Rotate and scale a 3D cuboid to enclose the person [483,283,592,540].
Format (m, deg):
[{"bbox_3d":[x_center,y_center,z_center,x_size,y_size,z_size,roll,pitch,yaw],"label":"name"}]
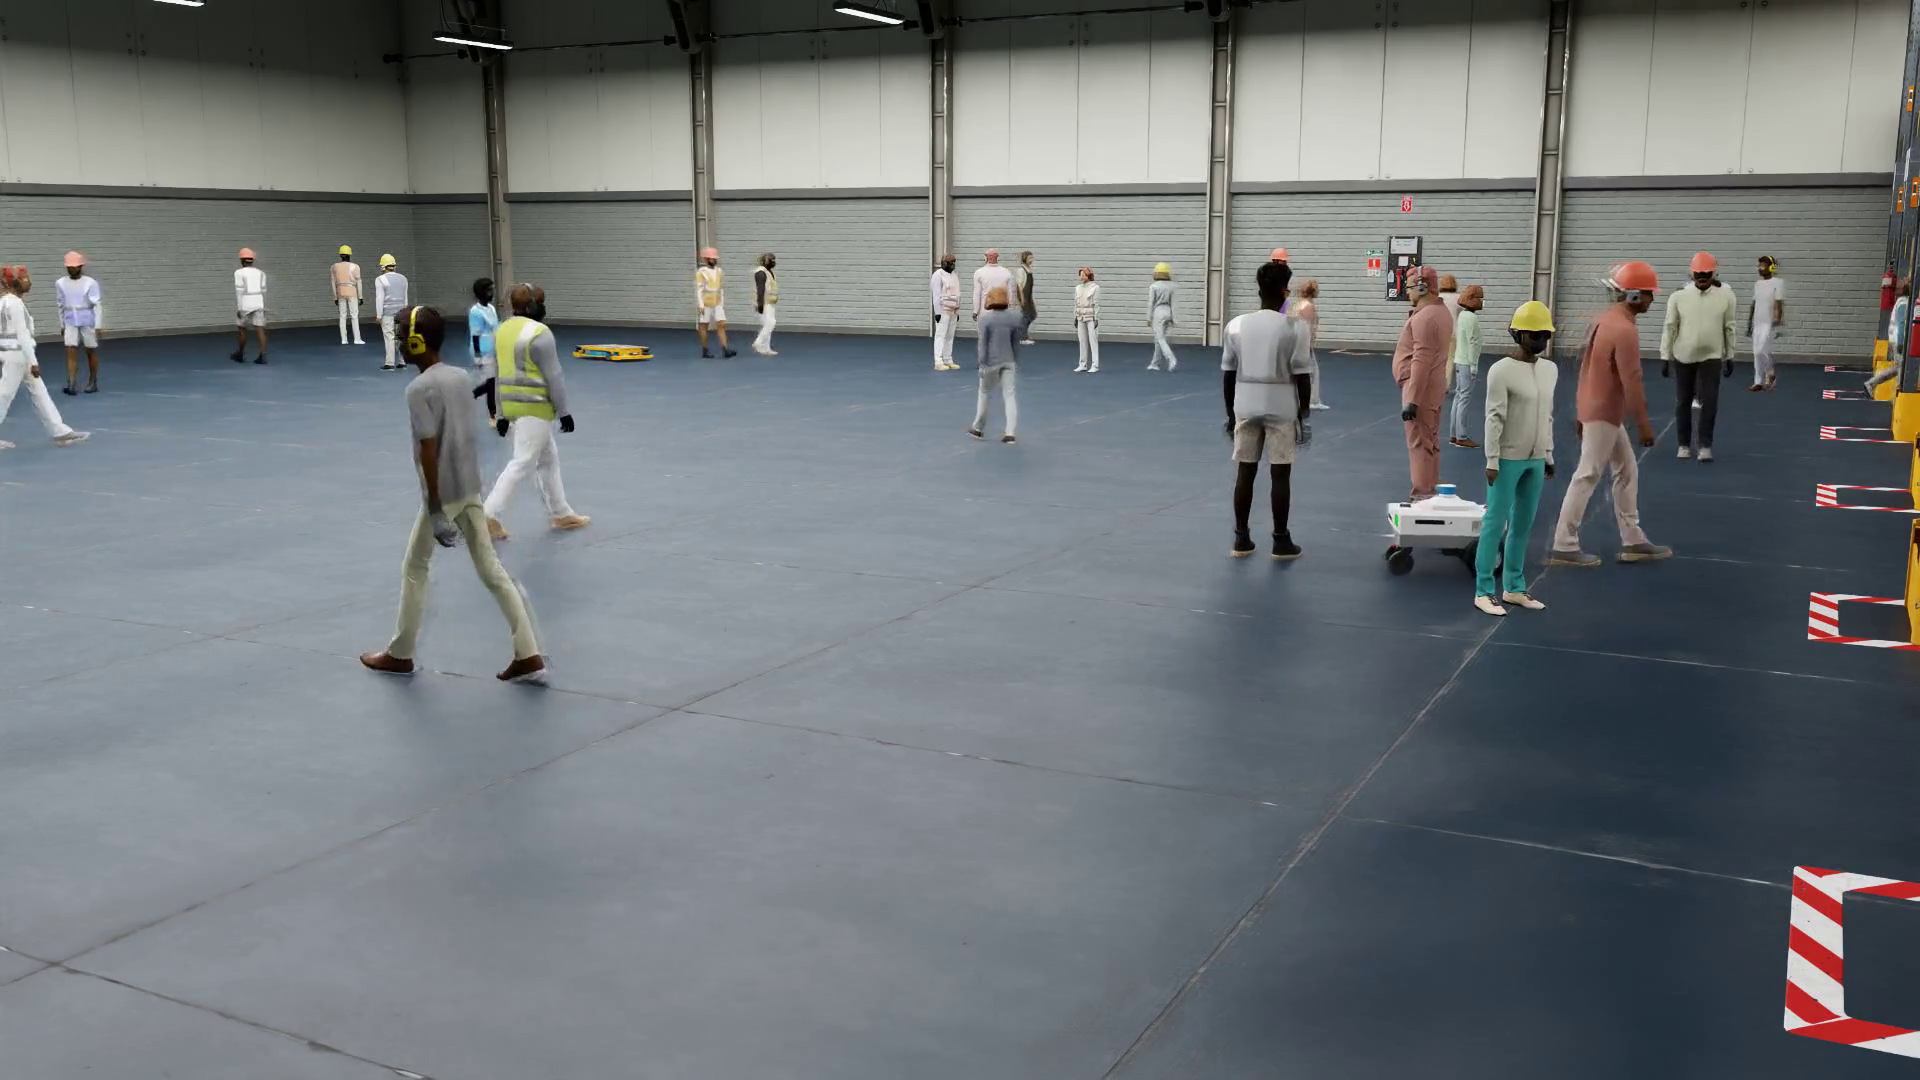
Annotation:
[{"bbox_3d":[-3.086,-0.913,11.785,0.944,1.808,0.618,-9,13,-39],"label":"person"}]

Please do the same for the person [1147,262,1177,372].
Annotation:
[{"bbox_3d":[3.197,-3.507,26.173,0.496,1.719,0.791,-6,12,-31],"label":"person"}]

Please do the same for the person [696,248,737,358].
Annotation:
[{"bbox_3d":[-4.214,-4.065,28.668,0.570,1.900,0.909,-9,14,-40],"label":"person"}]

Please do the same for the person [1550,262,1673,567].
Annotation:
[{"bbox_3d":[4.251,-0.780,10.604,0.893,1.951,0.604,2,11,12],"label":"person"}]

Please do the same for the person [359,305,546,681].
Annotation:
[{"bbox_3d":[-2.433,-0.207,7.913,1.018,1.812,0.517,4,11,22],"label":"person"}]

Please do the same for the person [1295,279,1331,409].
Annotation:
[{"bbox_3d":[4.129,-2.379,20.295,0.775,1.607,0.513,1,10,5],"label":"person"}]

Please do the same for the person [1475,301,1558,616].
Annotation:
[{"bbox_3d":[3.167,-0.456,9.369,0.531,1.767,0.328,-6,12,-30],"label":"person"}]

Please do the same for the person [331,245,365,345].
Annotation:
[{"bbox_3d":[-11.961,-4.778,32.497,0.587,1.928,0.363,0,10,0],"label":"person"}]

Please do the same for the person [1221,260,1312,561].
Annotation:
[{"bbox_3d":[2.025,-0.846,10.946,0.612,1.963,0.361,7,12,32],"label":"person"}]

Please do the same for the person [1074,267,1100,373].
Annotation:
[{"bbox_3d":[1.979,-3.422,25.914,0.312,1.635,0.516,-10,14,-43],"label":"person"}]

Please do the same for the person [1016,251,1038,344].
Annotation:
[{"bbox_3d":[1.295,-4.734,32.524,0.423,1.829,0.541,4,11,22],"label":"person"}]

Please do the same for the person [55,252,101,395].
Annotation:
[{"bbox_3d":[-11.791,-2.883,22.240,0.566,1.893,0.942,-2,11,-11],"label":"person"}]

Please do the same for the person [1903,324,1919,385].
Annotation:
[{"bbox_3d":[10.794,-2.150,18.484,0.588,1.805,0.621,4,11,21],"label":"person"}]

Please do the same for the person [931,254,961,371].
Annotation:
[{"bbox_3d":[-0.198,-3.610,26.371,0.429,1.839,0.633,6,12,31],"label":"person"}]

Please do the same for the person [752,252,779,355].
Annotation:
[{"bbox_3d":[-3.418,-4.174,29.482,0.440,1.823,0.646,2,11,11],"label":"person"}]

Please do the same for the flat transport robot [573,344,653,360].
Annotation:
[{"bbox_3d":[-5.984,-3.238,28.617,1.431,0.197,0.652,9,14,42],"label":"flat transport robot"}]

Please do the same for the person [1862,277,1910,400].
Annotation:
[{"bbox_3d":[11.727,-2.486,20.820,0.552,1.622,0.524,5,12,26],"label":"person"}]

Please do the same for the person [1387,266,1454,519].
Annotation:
[{"bbox_3d":[3.432,-1.086,12.437,0.409,1.903,0.639,5,12,27],"label":"person"}]

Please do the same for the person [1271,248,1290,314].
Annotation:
[{"bbox_3d":[4.855,-3.482,25.400,0.358,1.936,0.552,8,13,36],"label":"person"}]

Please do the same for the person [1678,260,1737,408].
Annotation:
[{"bbox_3d":[9.104,-2.506,20.305,0.598,1.866,1.008,0,10,1],"label":"person"}]

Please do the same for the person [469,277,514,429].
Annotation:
[{"bbox_3d":[-5.285,-2.052,18.308,0.630,1.676,0.538,0,10,0],"label":"person"}]

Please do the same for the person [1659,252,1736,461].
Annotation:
[{"bbox_3d":[6.948,-1.711,15.664,0.666,1.958,0.857,4,11,20],"label":"person"}]

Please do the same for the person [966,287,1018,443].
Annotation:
[{"bbox_3d":[0.353,-1.815,17.242,0.521,1.594,0.814,-6,12,-28],"label":"person"}]

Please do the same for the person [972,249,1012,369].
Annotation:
[{"bbox_3d":[0.499,-3.659,26.452,0.651,1.906,0.403,-3,11,-18],"label":"person"}]

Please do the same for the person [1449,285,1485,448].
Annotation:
[{"bbox_3d":[5.139,-1.755,16.810,0.272,1.632,0.507,1,10,3],"label":"person"}]

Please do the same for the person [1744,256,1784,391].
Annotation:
[{"bbox_3d":[10.912,-2.930,22.623,0.391,1.854,0.557,-3,11,-16],"label":"person"}]

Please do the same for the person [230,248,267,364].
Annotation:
[{"bbox_3d":[-11.854,-3.883,27.679,0.917,1.896,0.577,8,13,37],"label":"person"}]

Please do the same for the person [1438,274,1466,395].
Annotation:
[{"bbox_3d":[6.489,-2.738,22.222,0.502,1.623,0.375,1,10,7],"label":"person"}]

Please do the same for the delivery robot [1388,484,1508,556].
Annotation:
[{"bbox_3d":[3.075,-0.108,10.522,0.707,0.478,0.477,2,11,8],"label":"delivery robot"}]

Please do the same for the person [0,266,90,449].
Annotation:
[{"bbox_3d":[-9.372,-1.818,16.636,1.009,1.824,0.592,-6,12,-31],"label":"person"}]

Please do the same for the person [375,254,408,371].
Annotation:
[{"bbox_3d":[-8.976,-3.578,26.229,0.404,1.833,0.601,6,12,30],"label":"person"}]
